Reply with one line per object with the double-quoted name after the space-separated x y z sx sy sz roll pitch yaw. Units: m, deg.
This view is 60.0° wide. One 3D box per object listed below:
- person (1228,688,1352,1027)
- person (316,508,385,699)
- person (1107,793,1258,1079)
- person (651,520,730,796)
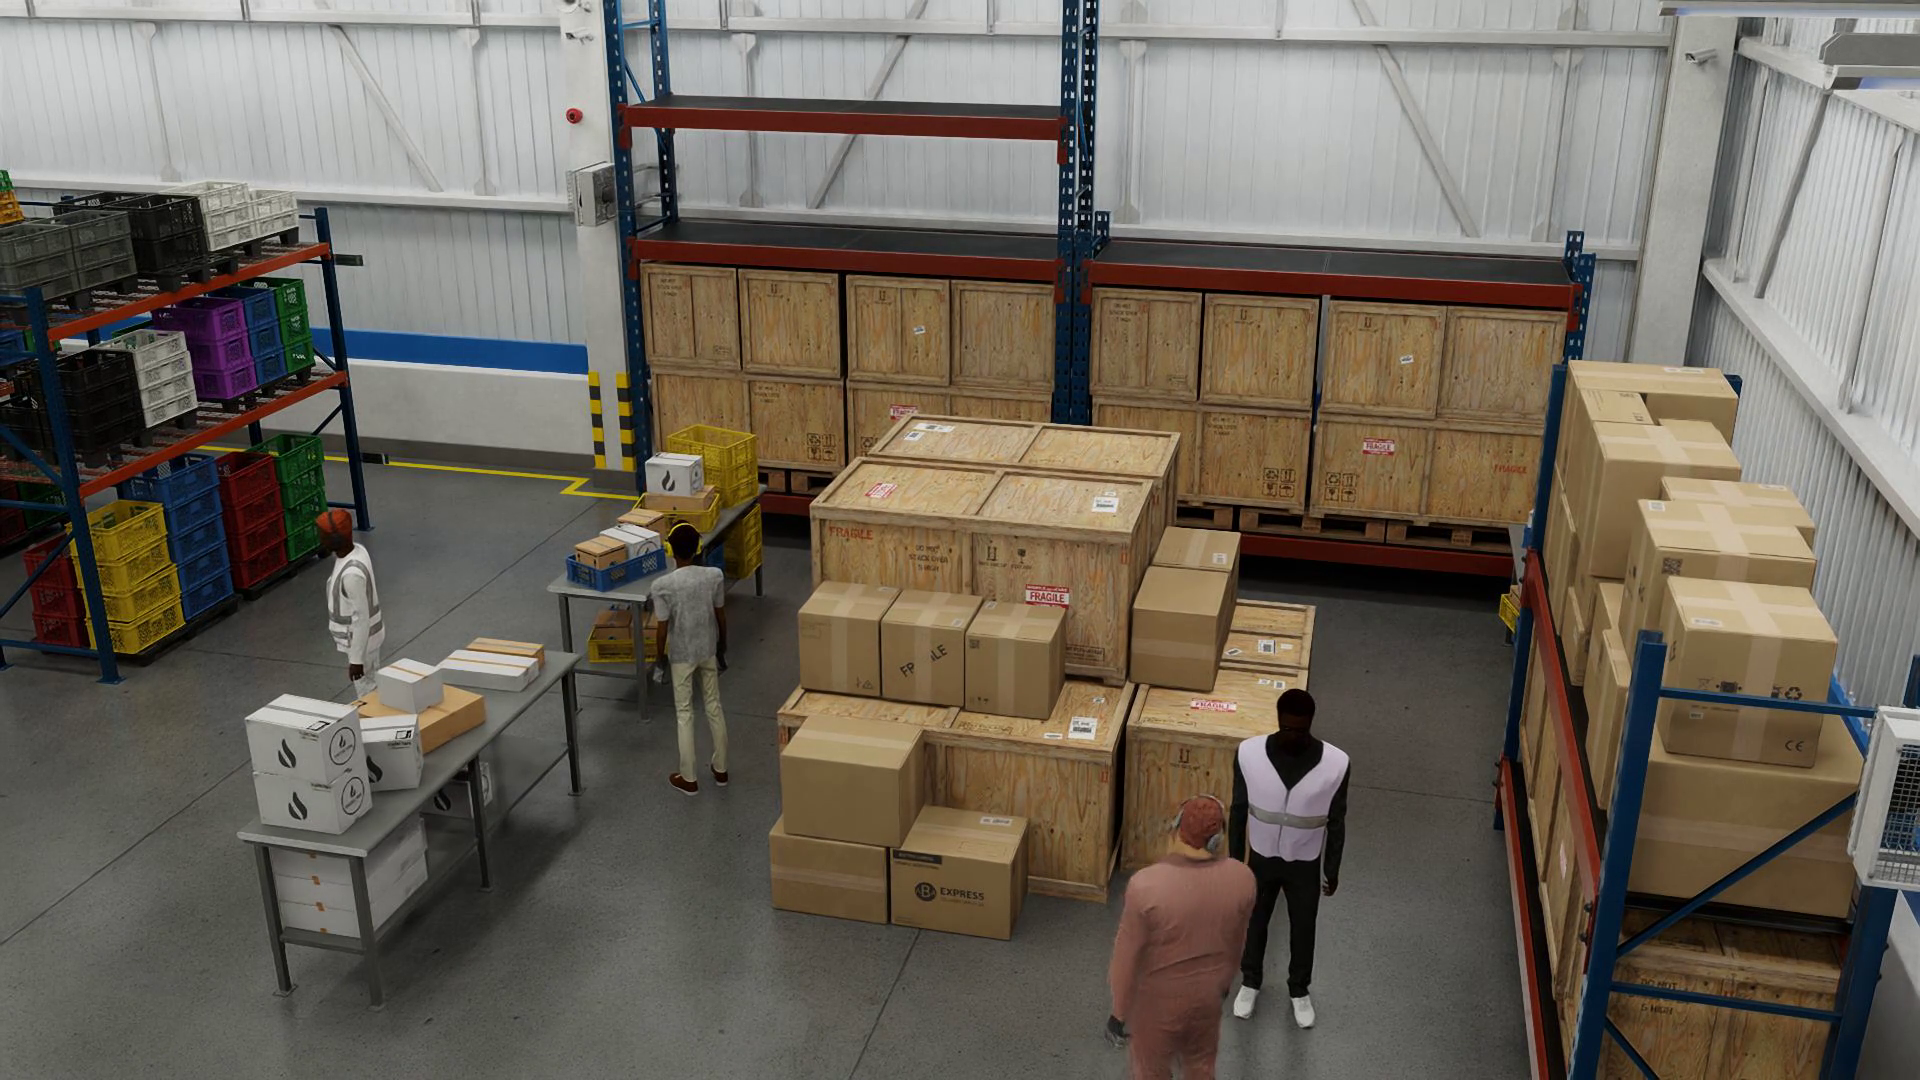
1.665 1.607 8.525 0.585 1.912 0.383 5 22 13 "person"
-3.985 0.674 10.996 0.355 1.887 0.573 -7 22 -18 "person"
0.922 2.033 7.481 0.782 1.866 0.399 -8 22 -21 "person"
-1.750 0.765 10.797 0.518 1.862 0.328 -12 24 -28 "person"
